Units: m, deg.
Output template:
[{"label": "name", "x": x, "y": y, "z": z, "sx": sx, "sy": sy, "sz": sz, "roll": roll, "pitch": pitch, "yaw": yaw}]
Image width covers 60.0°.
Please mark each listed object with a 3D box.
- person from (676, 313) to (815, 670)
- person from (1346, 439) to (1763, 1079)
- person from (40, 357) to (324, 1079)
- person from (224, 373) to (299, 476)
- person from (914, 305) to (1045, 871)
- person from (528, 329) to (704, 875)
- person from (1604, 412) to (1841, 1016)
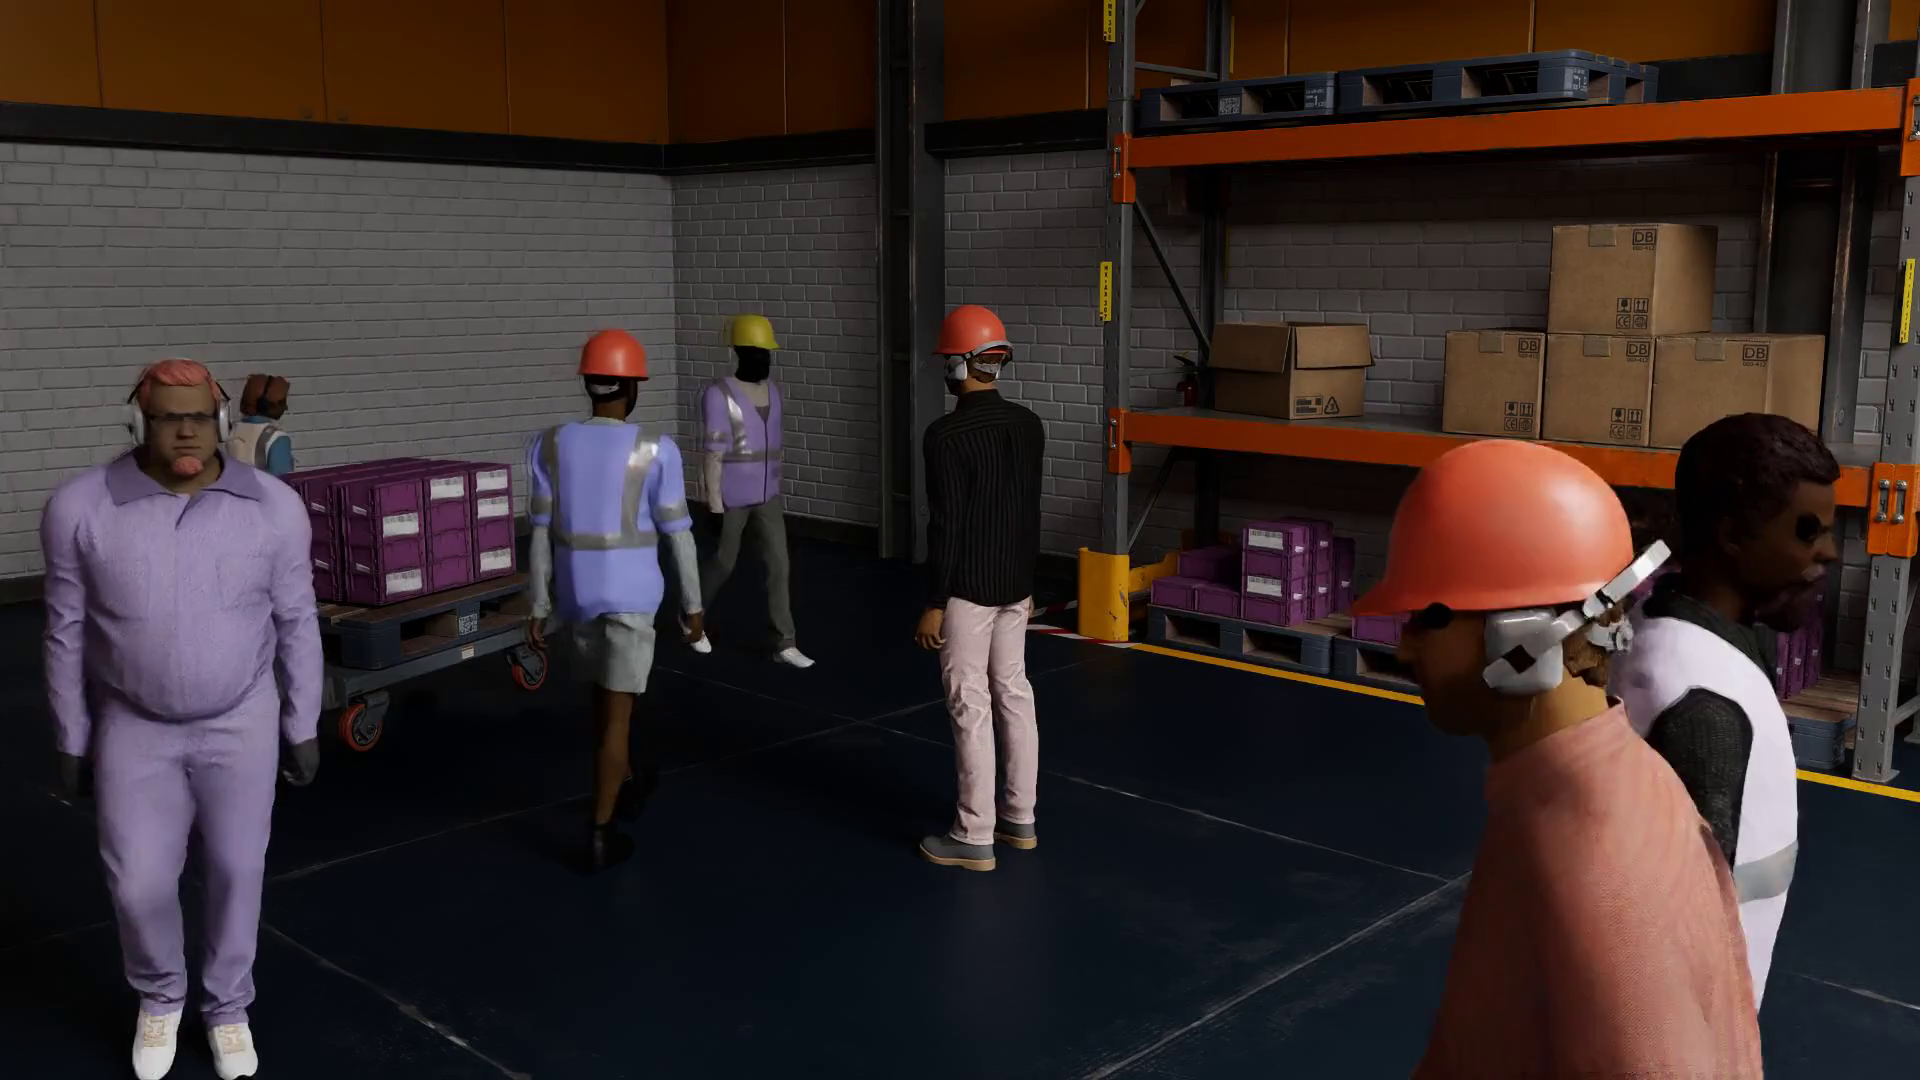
[{"label": "person", "x": -1.196, "y": -0.276, "z": 8.965, "sx": 0.935, "sy": 1.896, "sz": 0.604, "roll": 8, "pitch": 12, "yaw": 39}, {"label": "person", "x": 0.610, "y": 0.855, "z": 1.891, "sx": 1.064, "sy": 1.925, "sz": 0.604, "roll": 4, "pitch": 10, "yaw": 22}, {"label": "person", "x": -1.968, "y": 0.483, "z": 4.272, "sx": 0.655, "sy": 1.894, "sz": 0.433, "roll": -5, "pitch": 11, "yaw": -29}, {"label": "person", "x": -3.668, "y": -0.069, "z": 8.608, "sx": 0.539, "sy": 1.592, "sz": 0.861, "roll": 5, "pitch": 11, "yaw": 30}, {"label": "person", "x": 0.057, "y": 0.168, "z": 5.925, "sx": 0.397, "sy": 1.992, "sz": 0.622, "roll": 7, "pitch": 12, "yaw": 38}, {"label": "person", "x": -1.212, "y": 0.186, "z": 6.092, "sx": 0.577, "sy": 1.894, "sz": 0.930, "roll": 2, "pitch": 9, "yaw": 12}, {"label": "person", "x": 1.133, "y": 0.746, "z": 2.653, "sx": 0.397, "sy": 1.908, "sz": 0.610, "roll": 3, "pitch": 10, "yaw": 19}]
